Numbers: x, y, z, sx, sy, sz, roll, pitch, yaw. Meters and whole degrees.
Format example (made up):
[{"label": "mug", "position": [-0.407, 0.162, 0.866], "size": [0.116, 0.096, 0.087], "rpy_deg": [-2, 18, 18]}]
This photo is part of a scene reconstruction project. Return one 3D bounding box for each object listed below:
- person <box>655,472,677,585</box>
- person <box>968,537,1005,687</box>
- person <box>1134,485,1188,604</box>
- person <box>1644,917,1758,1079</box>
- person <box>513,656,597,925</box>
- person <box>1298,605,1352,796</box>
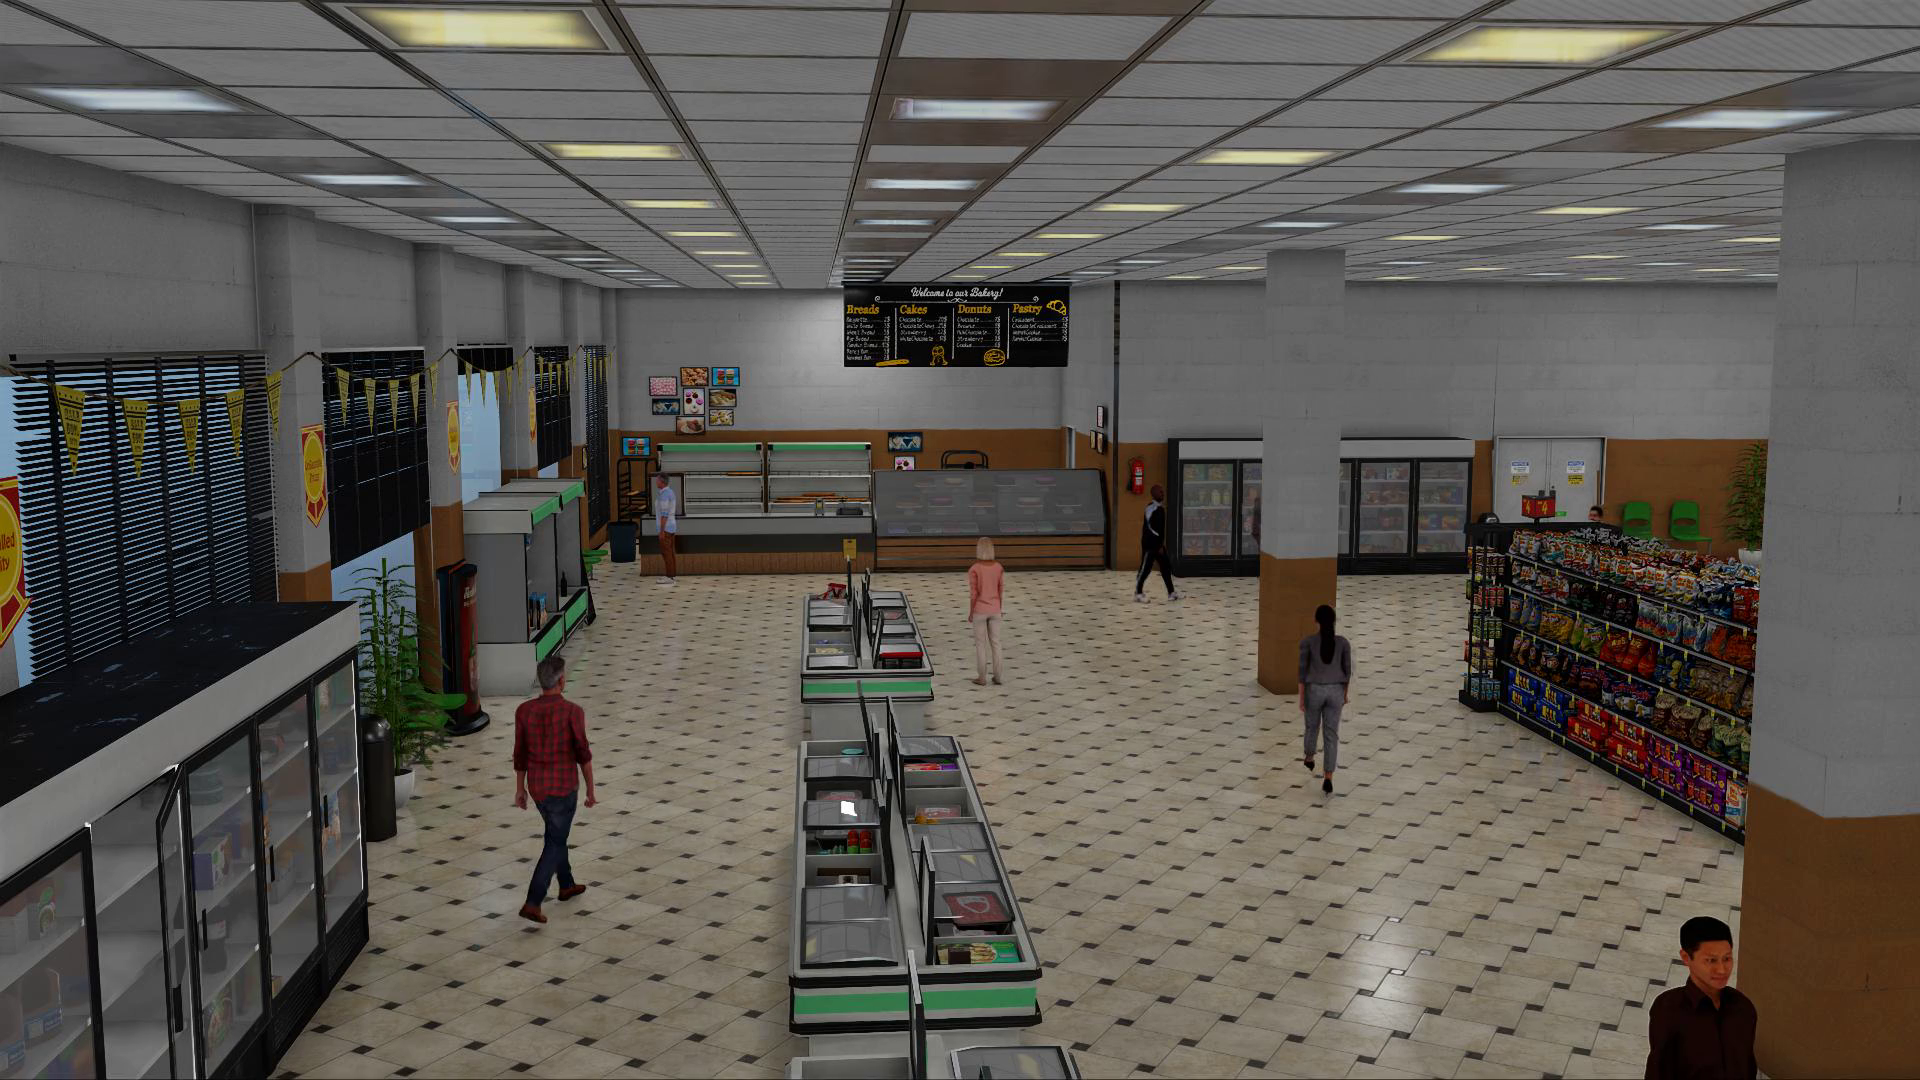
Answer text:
[{"label": "person", "position": [-4.848, -0.207, 27.451], "size": [0.771, 1.825, 0.526], "rpy_deg": [0, 7, 2]}, {"label": "person", "position": [0.303, 0.820, 19.376], "size": [0.669, 1.724, 0.639], "rpy_deg": [-3, 8, -26]}, {"label": "person", "position": [2.850, 0.069, 25.288], "size": [1.151, 1.796, 1.103], "rpy_deg": [6, 9, 39]}, {"label": "person", "position": [2.901, 2.341, 6.552], "size": [0.684, 1.781, 0.570], "rpy_deg": [-2, 7, -14]}, {"label": "person", "position": [-2.840, 1.746, 11.438], "size": [1.024, 1.790, 1.310], "rpy_deg": [2, 7, 18]}, {"label": "person", "position": [3.214, 1.440, 14.639], "size": [0.793, 1.629, 1.154], "rpy_deg": [1, 7, 8]}]
